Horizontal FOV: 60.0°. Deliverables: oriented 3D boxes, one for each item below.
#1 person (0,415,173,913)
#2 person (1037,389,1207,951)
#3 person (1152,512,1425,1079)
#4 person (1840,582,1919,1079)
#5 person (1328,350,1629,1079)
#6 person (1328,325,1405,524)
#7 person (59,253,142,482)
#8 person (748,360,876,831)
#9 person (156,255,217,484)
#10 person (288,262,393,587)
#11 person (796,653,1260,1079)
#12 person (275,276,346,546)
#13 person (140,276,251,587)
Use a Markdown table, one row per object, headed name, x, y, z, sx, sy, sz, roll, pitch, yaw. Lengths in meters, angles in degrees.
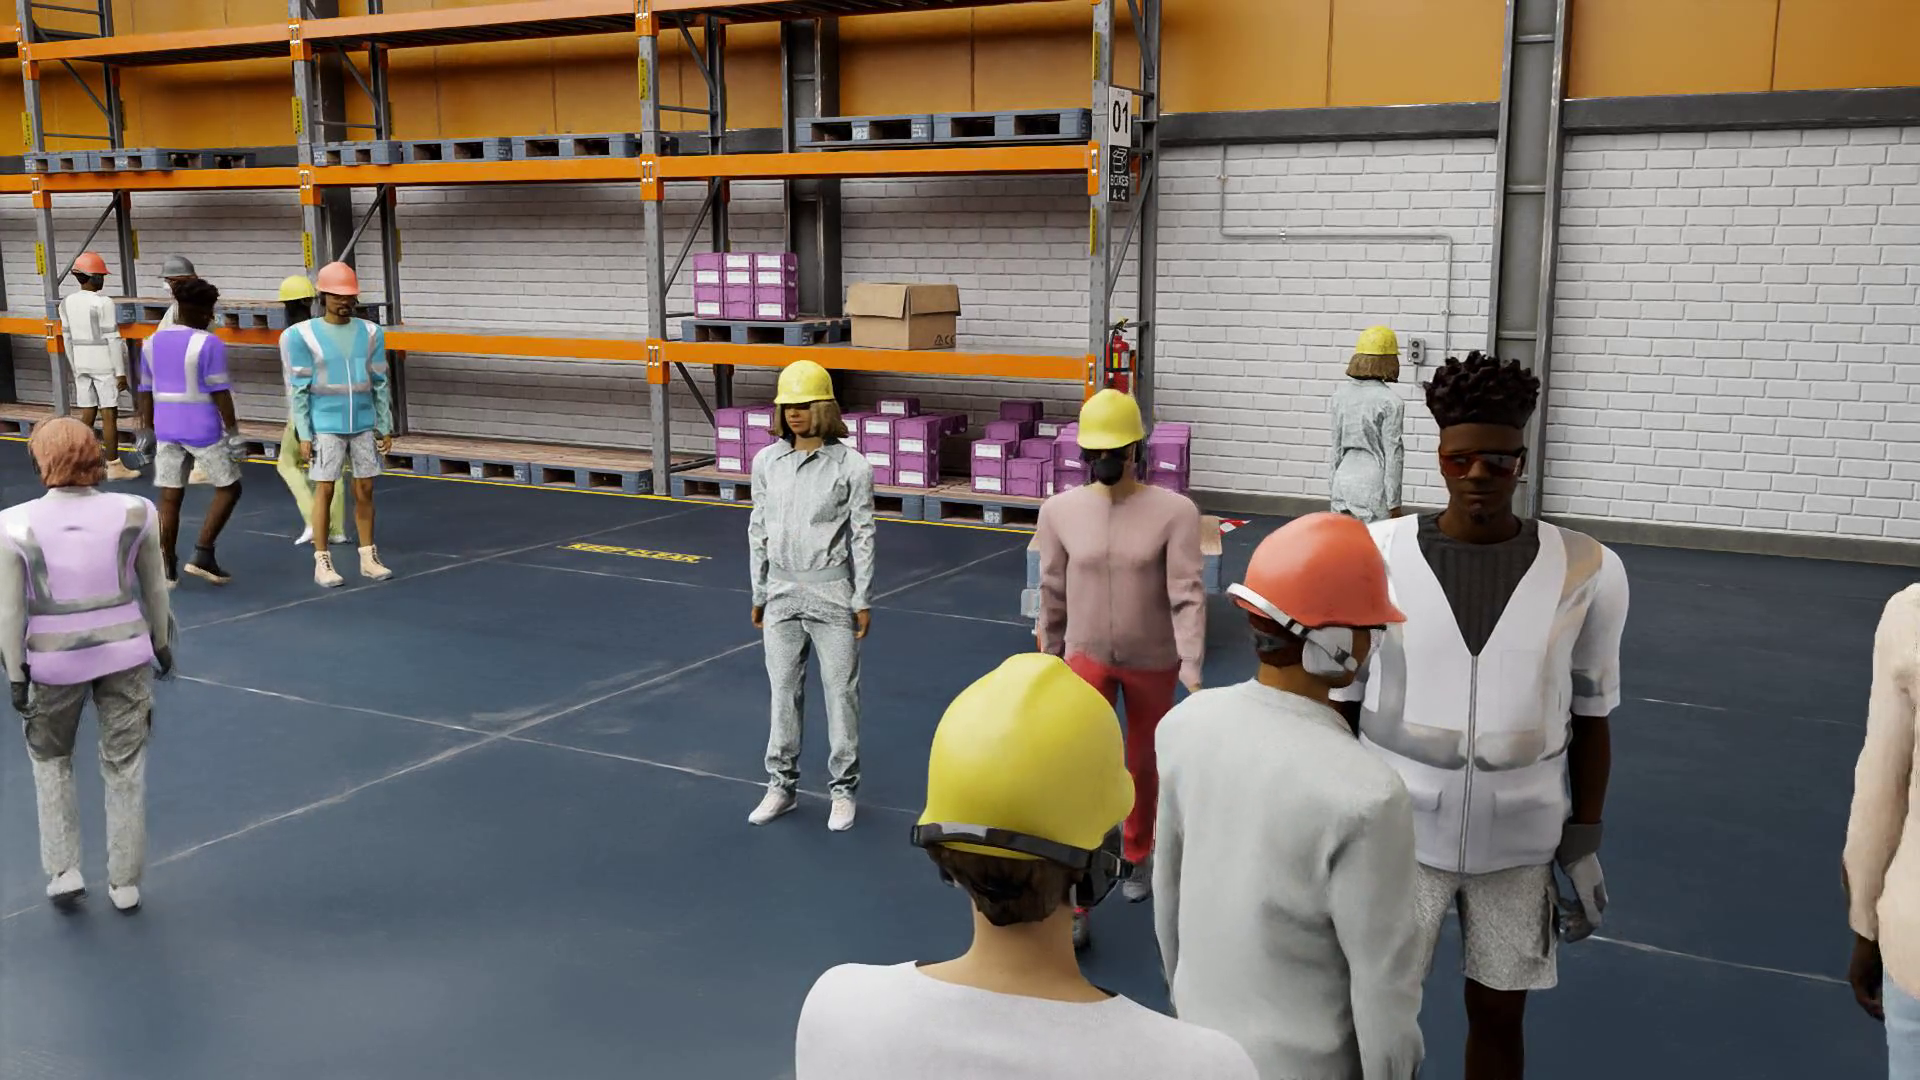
| name | x | y | z | sx | sy | sz | roll | pitch | yaw |
| --- | --- | --- | --- | --- | --- | --- | --- | --- | --- |
| person | -2.837 | 0.402 | 5.416 | 0.524 | 1.625 | 0.462 | -7 | 12 | -33 |
| person | 0.492 | 0.392 | 5.196 | 0.538 | 1.717 | 0.899 | 2 | 11 | 11 |
| person | 0.558 | 0.819 | 2.784 | 0.341 | 1.750 | 0.575 | -6 | 12 | -29 |
| person | 1.780 | 0.719 | 2.724 | 0.434 | 1.978 | 0.663 | -7 | 12 | -33 |
| person | 1.029 | 0.592 | 3.429 | 0.608 | 1.965 | 0.370 | 2 | 11 | 12 |
| person | 2.113 | -0.239 | 8.634 | 0.342 | 1.735 | 0.483 | -7 | 12 | -32 |
| person | -7.719 | -1.539 | 14.902 | 0.607 | 2.044 | 0.371 | 4 | 11 | 19 |
| person | -0.554 | 0.211 | 6.132 | 0.485 | 1.744 | 0.309 | 3 | 11 | 17 |
| person | -6.899 | -1.524 | 14.827 | 0.536 | 2.000 | 0.683 | -3 | 11 | -15 |
| person | -3.860 | -0.719 | 10.451 | 0.604 | 2.034 | 0.419 | -9 | 14 | -41 |
| person | 0.077 | 0.990 | 1.793 | 0.525 | 1.772 | 0.301 | 4 | 11 | 21 |
| person | -4.582 | -0.898 | 11.749 | 0.444 | 1.910 | 0.589 | 4 | 11 | 21 |
| person | -4.774 | -0.660 | 10.353 | 0.728 | 1.940 | 0.381 | 3 | 11 | 16 |
